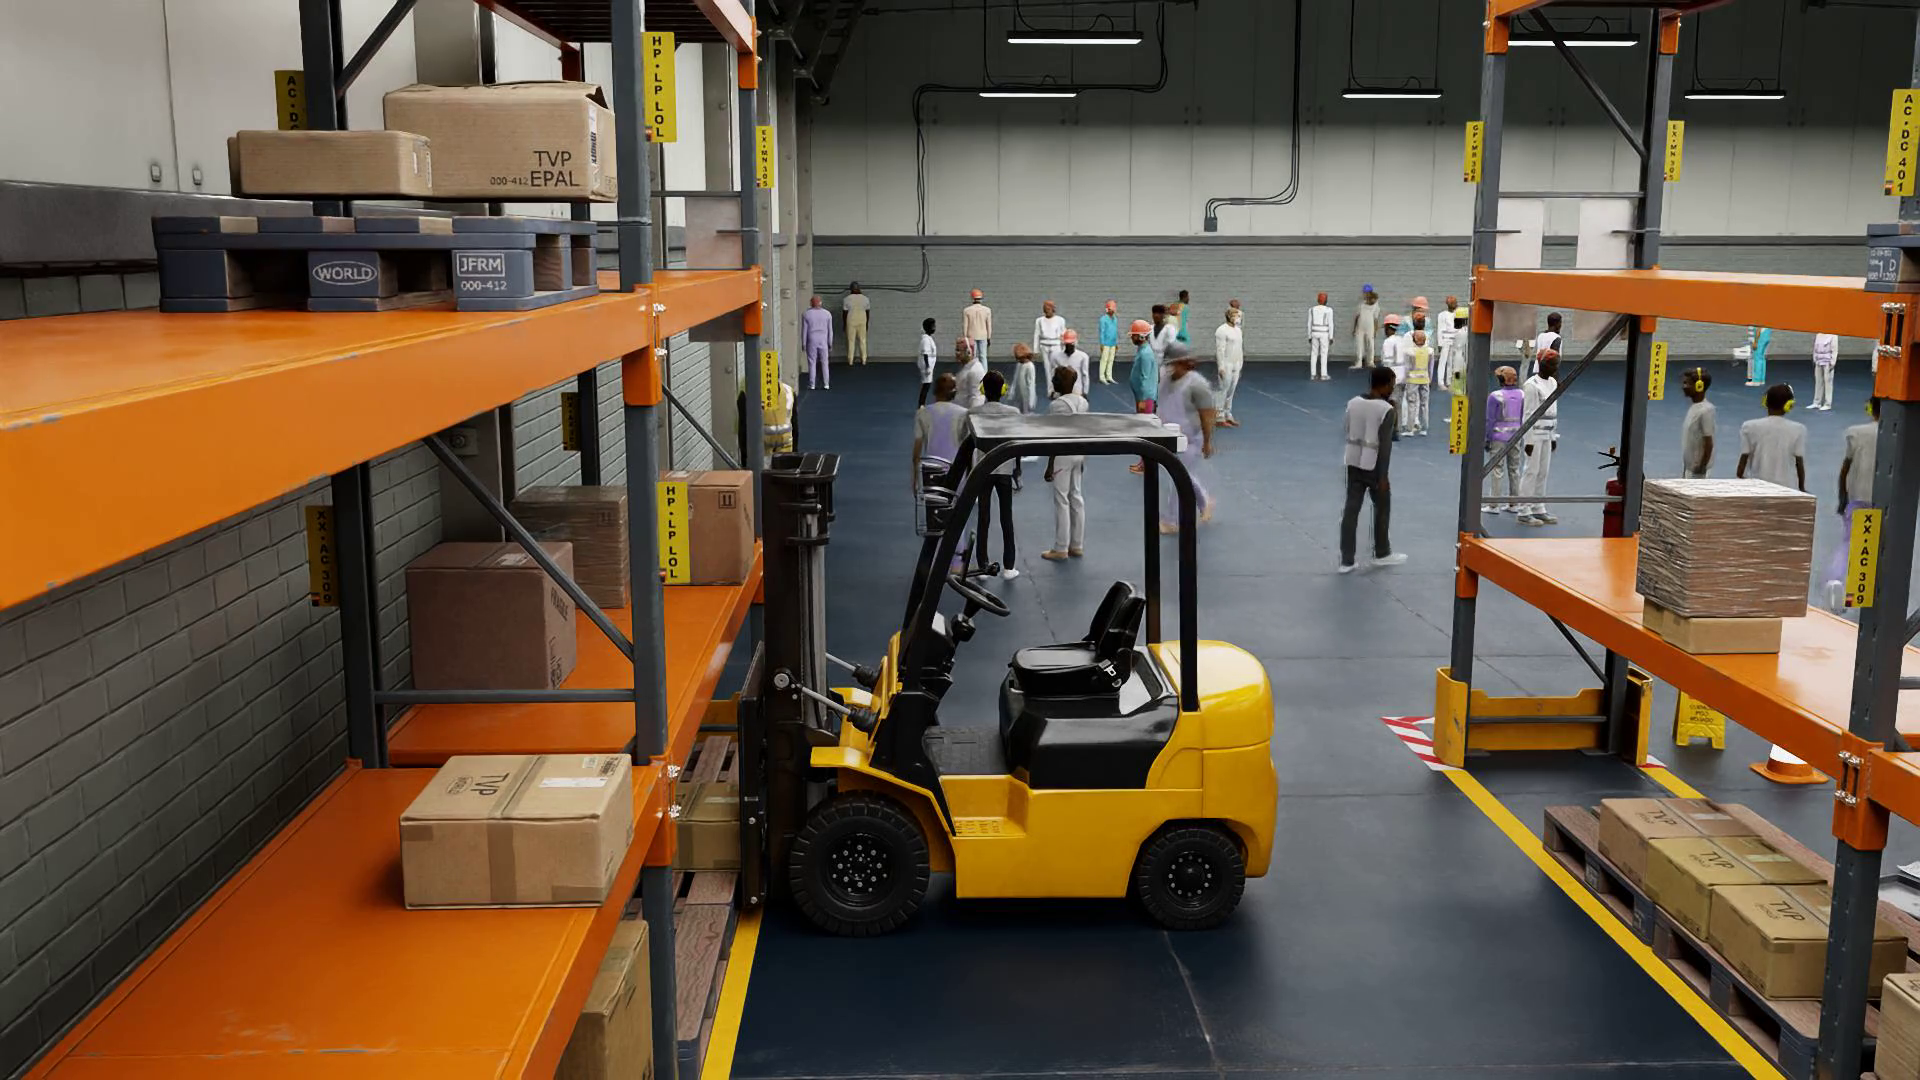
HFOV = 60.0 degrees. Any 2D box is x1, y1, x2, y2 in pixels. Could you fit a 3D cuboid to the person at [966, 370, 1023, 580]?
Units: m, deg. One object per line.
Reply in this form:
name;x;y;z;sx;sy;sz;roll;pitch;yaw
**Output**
person;0.297;-0.571;14.739;0.519;1.865;0.328;1;10;3

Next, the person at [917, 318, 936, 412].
person;-0.569;-2.975;28.628;0.321;1.688;0.535;1;10;5

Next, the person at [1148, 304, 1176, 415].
person;3.357;-2.983;27.923;0.619;1.946;0.445;10;14;44

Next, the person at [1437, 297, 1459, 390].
person;9.878;-3.961;33.566;0.583;1.883;0.350;-5;11;-27

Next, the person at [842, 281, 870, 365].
person;-2.555;-5.281;40.478;0.686;2.000;0.538;-4;11;-20

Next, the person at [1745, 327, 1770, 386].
person;16.611;-4.107;34.524;0.355;1.834;0.524;10;14;43

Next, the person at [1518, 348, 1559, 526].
person;6.121;-1.082;17.555;0.581;1.879;0.369;-10;14;-43

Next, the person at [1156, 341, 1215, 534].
person;2.351;-1.108;17.234;0.937;2.000;0.686;-7;12;-34

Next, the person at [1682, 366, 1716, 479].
person;6.666;-0.639;15.103;0.310;1.868;0.533;2;10;10

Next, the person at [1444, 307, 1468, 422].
person;8.303;-2.870;27.389;0.534;1.916;0.586;6;12;32

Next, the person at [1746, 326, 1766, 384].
person;16.894;-4.225;35.177;0.403;1.832;0.600;1;10;7

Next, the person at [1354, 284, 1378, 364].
person;9.987;-5.299;40.836;0.388;1.947;0.615;-5;11;-27

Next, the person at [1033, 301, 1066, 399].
person;1.670;-3.588;31.567;0.613;1.844;0.920;3;11;16

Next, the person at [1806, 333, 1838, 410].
person;15.389;-3.128;29.602;0.315;1.640;0.515;-2;10;-10

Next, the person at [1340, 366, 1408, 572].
person;3.796;-0.650;15.174;0.841;1.864;0.583;-8;13;-38

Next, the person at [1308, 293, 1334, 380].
person;7.847;-4.430;36.174;0.584;1.882;0.337;8;13;39

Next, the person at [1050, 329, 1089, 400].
person;1.598;-2.204;24.155;0.569;1.735;0.530;3;11;19

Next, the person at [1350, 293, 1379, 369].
person;9.488;-4.891;38.991;0.652;1.806;0.341;4;11;22

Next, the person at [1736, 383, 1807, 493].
person;6.665;-0.375;13.714;0.552;1.840;0.716;5;11;24

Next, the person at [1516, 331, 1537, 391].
person;10.999;-3.712;32.283;0.390;1.846;0.565;4;11;20

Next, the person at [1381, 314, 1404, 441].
person;6.407;-2.408;24.829;0.386;1.922;0.578;7;13;35

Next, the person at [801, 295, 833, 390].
person;-2.908;-3.993;33.683;0.652;1.904;0.402;-3;11;-18

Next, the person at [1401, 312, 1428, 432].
person;7.196;-2.649;26.255;0.584;1.882;0.345;-9;14;-42

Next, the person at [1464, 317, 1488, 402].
person;9.515;-3.343;30.709;0.628;1.681;0.546;6;12;30

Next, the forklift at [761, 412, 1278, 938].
forklift;0.291;0.548;7.580;2.313;2.155;1.214;0;10;-2

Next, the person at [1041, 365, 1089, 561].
person;0.990;-0.729;15.663;0.340;1.846;0.513;9;14;41

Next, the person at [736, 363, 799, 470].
person;-1.906;-0.888;16.615;0.653;1.835;0.430;-5;11;-27

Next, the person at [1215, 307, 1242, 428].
person;4.346;-2.782;26.842;0.370;1.941;0.627;8;13;37

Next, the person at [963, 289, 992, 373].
person;0.353;-4.221;34.697;0.613;1.997;0.374;-2;10;-9

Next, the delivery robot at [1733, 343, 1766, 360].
delivery robot;19.004;-4.502;40.021;0.707;0.478;0.477;5;12;27

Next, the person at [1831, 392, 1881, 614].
person;7.279;-0.303;13.376;0.520;1.840;0.853;10;14;43

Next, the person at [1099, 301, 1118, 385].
person;3.146;-4.144;34.952;0.340;1.748;0.568;9;14;41

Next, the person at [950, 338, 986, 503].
person;0.085;-1.374;19.120;0.398;1.900;0.661;-2;10;-12

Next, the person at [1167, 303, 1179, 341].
person;4.715;-4.432;36.917;0.279;1.627;0.499;2;10;13

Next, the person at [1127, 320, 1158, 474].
person;2.351;-1.851;21.544;0.406;1.987;0.608;0;10;1

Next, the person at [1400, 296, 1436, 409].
person;8.169;-3.331;29.680;0.607;2.015;0.543;-4;11;-23

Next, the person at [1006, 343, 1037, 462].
person;0.879;-1.883;22.730;0.365;1.608;0.533;-3;11;-18

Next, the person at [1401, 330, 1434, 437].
person;7.027;-2.398;25.539;0.513;1.641;0.307;-2;10;-13

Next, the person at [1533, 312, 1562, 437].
person;9.019;-2.529;25.523;0.397;1.911;0.588;-1;10;-6

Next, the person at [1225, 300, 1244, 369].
person;6.462;-4.835;39.152;0.510;1.630;0.316;-5;11;-26

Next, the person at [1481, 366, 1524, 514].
person;5.995;-1.095;18.306;0.514;1.632;0.312;-4;11;-22

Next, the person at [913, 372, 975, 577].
person;-0.137;-0.570;14.822;0.564;1.833;0.354;1;10;6
